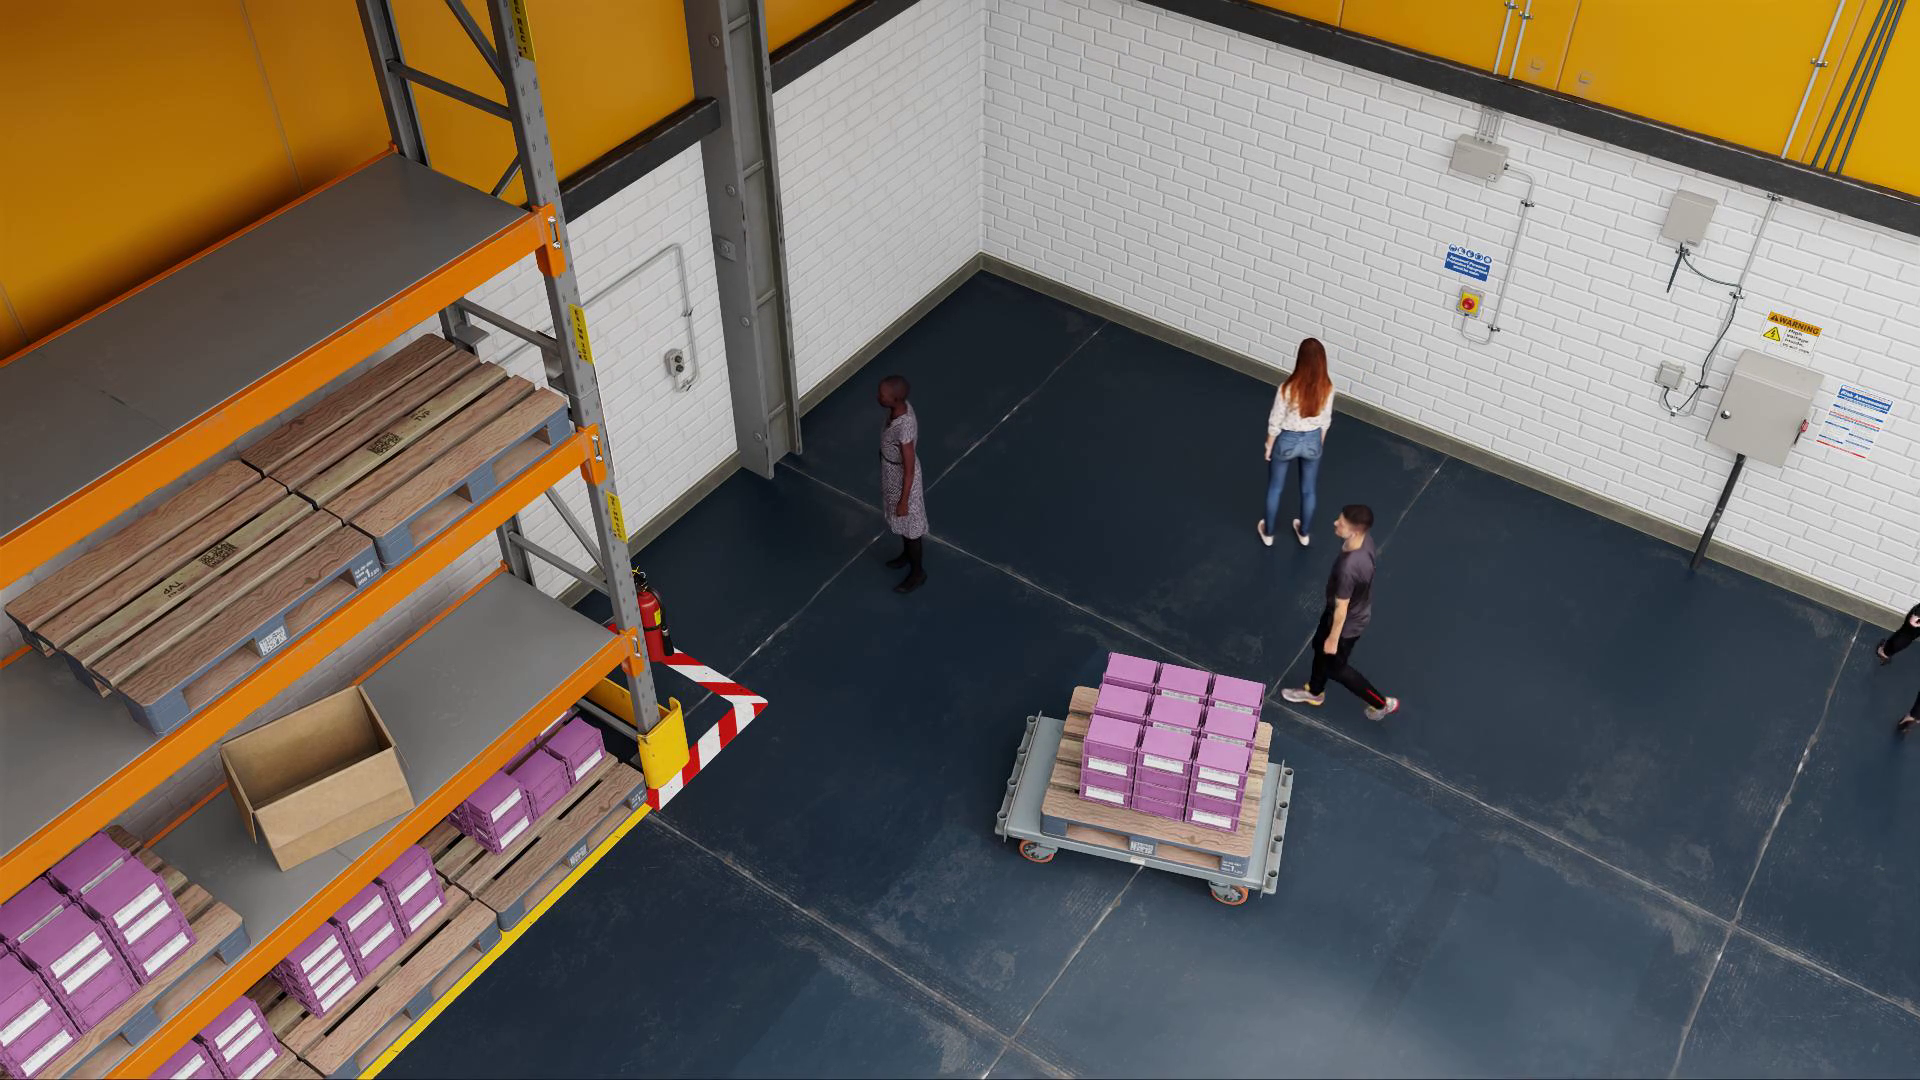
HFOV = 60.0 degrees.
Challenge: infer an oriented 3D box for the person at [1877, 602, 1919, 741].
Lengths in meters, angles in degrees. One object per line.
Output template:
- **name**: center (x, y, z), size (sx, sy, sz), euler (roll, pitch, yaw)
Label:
- **person**: center (6.024, 0.549, 10.128), size (0.781, 1.669, 1.079), euler (12, 45, 12)

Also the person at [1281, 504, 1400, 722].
- **person**: center (2.419, 0.487, 10.137), size (0.916, 1.746, 0.989), euler (10, 45, 11)

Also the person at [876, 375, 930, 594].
- **person**: center (-0.382, -0.371, 11.009), size (0.755, 1.787, 0.698), euler (-8, 44, -8)

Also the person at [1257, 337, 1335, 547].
- **person**: center (2.306, -0.651, 11.347), size (0.645, 1.726, 0.676), euler (-2, 44, -2)
